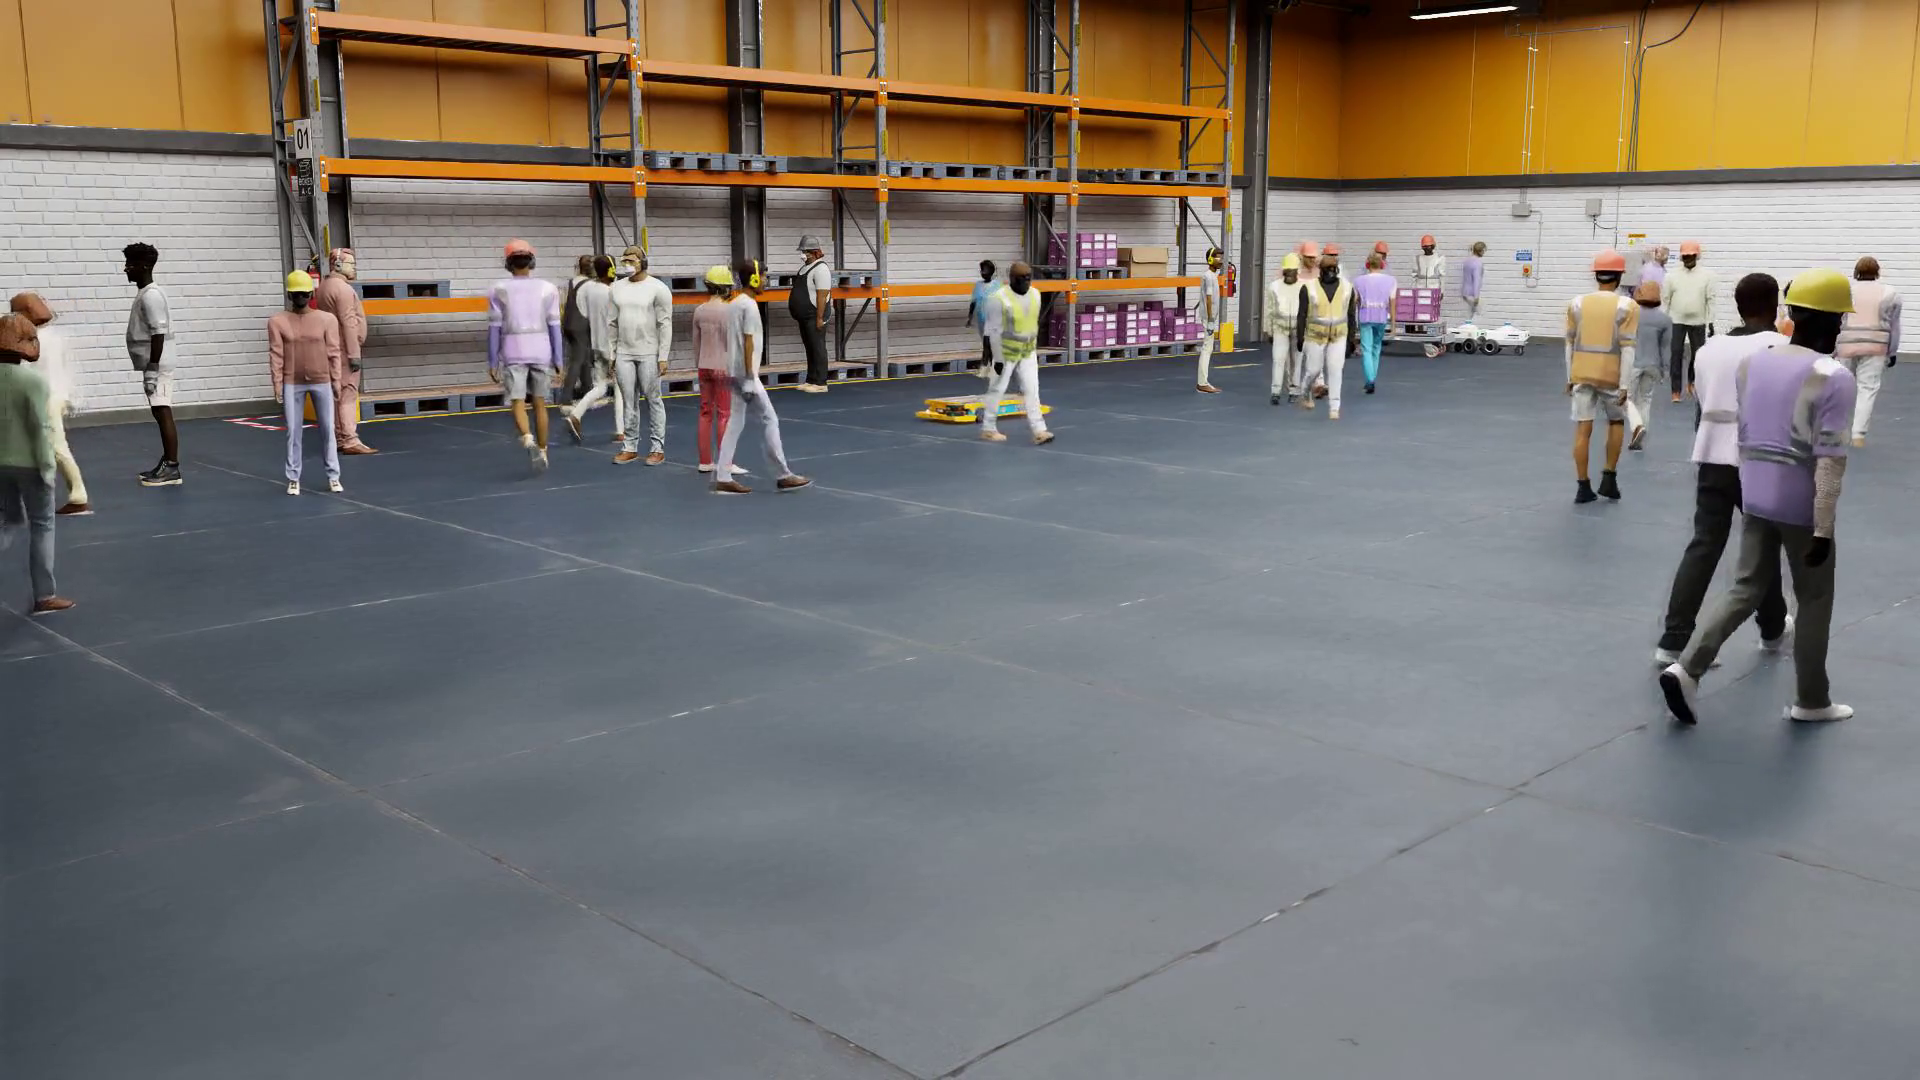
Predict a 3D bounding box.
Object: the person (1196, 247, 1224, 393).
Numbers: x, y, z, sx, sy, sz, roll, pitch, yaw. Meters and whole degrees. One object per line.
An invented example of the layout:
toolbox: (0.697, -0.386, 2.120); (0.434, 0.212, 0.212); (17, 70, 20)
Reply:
person: (3.237, -2.835, 21.484); (0.312, 1.864, 0.535); (1, 10, 7)

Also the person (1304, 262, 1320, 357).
person: (5.896, -3.859, 27.811); (0.522, 1.589, 0.861); (2, 11, 11)

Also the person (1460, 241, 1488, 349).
person: (9.126, -4.320, 29.450); (0.548, 1.909, 0.650); (-1, 10, -7)

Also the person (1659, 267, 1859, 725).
person: (3.332, -0.155, 6.779); (0.825, 1.901, 0.588); (-4, 11, -22)

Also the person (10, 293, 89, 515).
person: (-6.694, -0.972, 12.031); (0.739, 1.598, 0.513); (0, 10, 1)

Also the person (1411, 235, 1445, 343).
person: (8.750, -4.688, 31.151); (0.614, 2.031, 0.406); (6, 12, 28)

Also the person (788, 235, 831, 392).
person: (-1.949, -2.932, 21.534); (0.535, 2.000, 0.681); (-4, 11, -23)

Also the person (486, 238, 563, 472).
person: (-3.669, -1.551, 14.126); (0.620, 2.003, 0.824); (-5, 11, -25)

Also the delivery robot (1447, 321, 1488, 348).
delivery robot: (8.734, -3.534, 28.611); (0.477, 0.478, 0.707); (-7, 12, -34)

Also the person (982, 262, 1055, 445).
person: (0.545, -1.798, 16.109); (0.657, 1.765, 0.987); (-7, 13, -34)

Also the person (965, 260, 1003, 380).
person: (0.314, -3.090, 23.419); (0.543, 1.666, 0.803); (10, 14, 44)

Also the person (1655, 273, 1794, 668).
person: (3.721, -0.327, 7.875); (0.995, 1.843, 0.665); (-6, 12, -29)

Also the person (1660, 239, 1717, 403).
person: (8.851, -2.670, 20.255); (0.638, 1.980, 0.625); (5, 11, 23)

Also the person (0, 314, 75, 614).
person: (-5.002, -0.378, 8.750); (0.508, 1.615, 0.508); (3, 11, 13)

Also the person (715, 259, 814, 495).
person: (-1.564, -1.273, 13.056); (0.892, 1.827, 0.534); (-5, 12, -27)

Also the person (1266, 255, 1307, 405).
person: (3.946, -2.496, 19.864); (0.591, 1.783, 0.927); (2, 11, 12)

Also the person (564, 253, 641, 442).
person: (-3.476, -1.844, 16.130); (0.526, 1.853, 0.733); (8, 13, 37)

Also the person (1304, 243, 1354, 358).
person: (6.137, -3.939, 27.459); (0.996, 1.896, 0.549); (9, 14, 40)

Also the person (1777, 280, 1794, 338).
person: (6.580, -1.233, 13.205); (0.317, 1.696, 0.540); (4, 11, 22)

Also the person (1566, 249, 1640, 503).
person: (4.872, -1.237, 12.644); (0.549, 1.916, 0.584); (7, 13, 35)

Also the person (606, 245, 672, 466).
person: (-2.833, -1.624, 14.679); (0.630, 1.940, 0.372); (4, 11, 19)

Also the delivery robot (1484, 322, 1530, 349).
delivery robot: (9.237, -3.435, 28.072); (0.707, 0.478, 0.477); (5, 11, 26)

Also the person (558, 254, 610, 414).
person: (-4.302, -2.349, 19.006); (0.528, 1.794, 0.912); (8, 13, 36)

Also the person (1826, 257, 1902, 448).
person: (8.727, -1.815, 16.091); (0.629, 1.812, 0.864); (6, 12, 31)

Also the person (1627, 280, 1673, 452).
person: (6.323, -1.596, 15.399); (0.511, 1.616, 0.550); (0, 10, 1)

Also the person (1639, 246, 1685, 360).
person: (11.323, -3.863, 27.159); (0.629, 1.849, 1.025); (-7, 13, -35)

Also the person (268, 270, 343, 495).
person: (-5.097, -1.220, 12.985); (0.521, 1.758, 0.359); (-4, 11, -20)

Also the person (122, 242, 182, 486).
person: (-6.562, -1.426, 13.520); (0.367, 1.967, 0.602); (-5, 11, -25)

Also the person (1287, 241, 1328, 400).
person: (4.309, -2.725, 20.671); (0.653, 1.933, 1.035); (-1, 10, -8)

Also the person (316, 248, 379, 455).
person: (-5.698, -1.744, 15.433); (0.400, 1.905, 0.643); (-8, 13, -37)

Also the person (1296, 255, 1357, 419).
person: (4.071, -2.272, 18.568); (0.660, 1.813, 0.722); (0, 10, 2)

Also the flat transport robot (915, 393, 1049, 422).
flat transport robot: (0.252, -1.473, 18.404); (1.431, 0.197, 0.652); (-9, 14, -42)

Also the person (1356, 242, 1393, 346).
person: (7.644, -4.526, 30.591); (0.546, 1.911, 0.882); (-8, 13, -36)

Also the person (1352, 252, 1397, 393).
person: (5.324, -2.802, 21.459); (0.576, 1.815, 0.903); (0, 10, 2)

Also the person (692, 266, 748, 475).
person: (-2.036, -1.433, 14.107); (0.533, 1.767, 0.326); (9, 14, 41)
